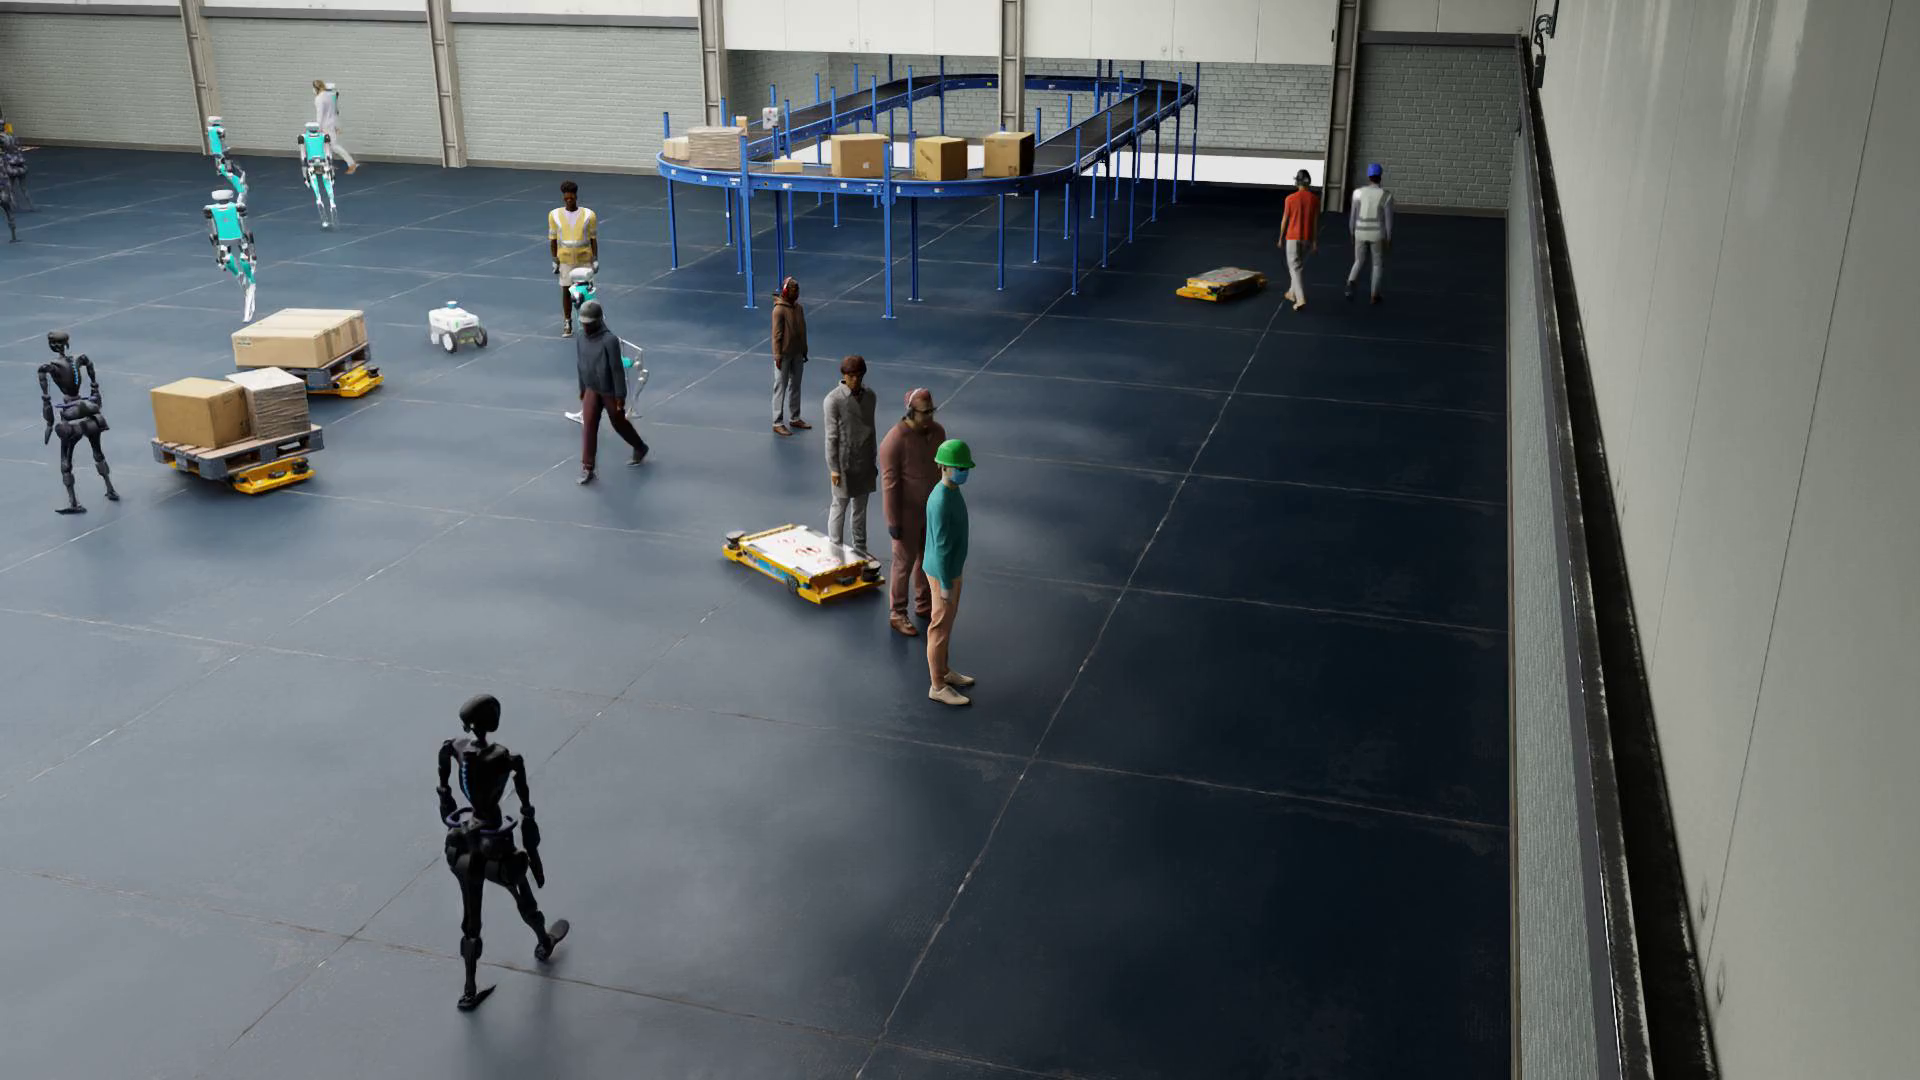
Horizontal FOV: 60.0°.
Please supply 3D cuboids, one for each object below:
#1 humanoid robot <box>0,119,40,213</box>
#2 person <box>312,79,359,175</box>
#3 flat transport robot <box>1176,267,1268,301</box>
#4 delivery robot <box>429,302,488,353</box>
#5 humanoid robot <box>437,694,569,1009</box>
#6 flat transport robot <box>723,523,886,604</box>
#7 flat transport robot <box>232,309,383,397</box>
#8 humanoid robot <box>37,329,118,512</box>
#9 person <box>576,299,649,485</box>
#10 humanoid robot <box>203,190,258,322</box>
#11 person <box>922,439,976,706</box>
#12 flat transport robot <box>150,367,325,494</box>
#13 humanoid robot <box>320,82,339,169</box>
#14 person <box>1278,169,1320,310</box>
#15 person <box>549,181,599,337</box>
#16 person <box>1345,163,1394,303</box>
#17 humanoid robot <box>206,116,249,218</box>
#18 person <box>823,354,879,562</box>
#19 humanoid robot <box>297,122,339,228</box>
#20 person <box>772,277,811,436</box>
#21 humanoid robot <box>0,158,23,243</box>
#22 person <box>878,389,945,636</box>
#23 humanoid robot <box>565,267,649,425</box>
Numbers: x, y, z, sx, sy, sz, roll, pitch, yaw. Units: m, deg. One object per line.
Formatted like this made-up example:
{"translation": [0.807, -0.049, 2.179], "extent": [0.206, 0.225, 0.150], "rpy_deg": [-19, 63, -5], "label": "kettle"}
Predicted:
{"translation": [-16.706, -6.603, 29.369], "extent": [0.515, 1.632, 0.610], "rpy_deg": [5, 22, 12], "label": "humanoid robot"}
{"translation": [-12.641, -8.315, 33.514], "extent": [0.898, 1.895, 0.688], "rpy_deg": [-1, 21, -2], "label": "person"}
{"translation": [3.732, -3.635, 23.605], "extent": [0.659, 0.231, 1.431], "rpy_deg": [16, 26, 36], "label": "flat transport robot"}
{"translation": [-6.268, -2.649, 20.665], "extent": [0.801, 0.604, 0.499], "rpy_deg": [20, 29, 41], "label": "delivery robot"}
{"translation": [-2.359, 1.494, 8.389], "extent": [0.603, 1.631, 0.728], "rpy_deg": [8, 22, 19], "label": "humanoid robot"}
{"translation": [-1.303, 0.171, 13.735], "extent": [0.659, 0.231, 1.431], "rpy_deg": [-17, 27, -37], "label": "flat transport robot"}
{"translation": [-7.385, -1.814, 18.884], "extent": [1.431, 0.231, 0.659], "rpy_deg": [2, 21, 5], "label": "flat transport robot"}
{"translation": [-8.068, -1.112, 15.116], "extent": [0.323, 1.635, 0.645], "rpy_deg": [11, 24, 26], "label": "humanoid robot"}
{"translation": [-3.396, -1.470, 15.916], "extent": [0.602, 1.764, 0.901], "rpy_deg": [9, 23, 23], "label": "person"}
{"translation": [-9.523, -3.797, 22.006], "extent": [0.556, 1.771, 0.961], "rpy_deg": [-3, 21, -8], "label": "humanoid robot"}
{"translation": [-0.069, 0.204, 11.422], "extent": [0.364, 1.872, 0.519], "rpy_deg": [3, 21, 9], "label": "person"}
{"translation": [-6.956, -0.741, 16.100], "extent": [1.431, 0.231, 0.659], "rpy_deg": [15, 26, 34], "label": "flat transport robot"}
{"translation": [-13.061, -8.459, 34.108], "extent": [0.694, 1.808, 0.532], "rpy_deg": [4, 22, 11], "label": "humanoid robot"}
{"translation": [4.607, -4.086, 22.569], "extent": [0.488, 1.878, 0.959], "rpy_deg": [-4, 21, -10], "label": "person"}
{"translation": [-4.870, -3.553, 21.036], "extent": [0.601, 1.965, 0.368], "rpy_deg": [-4, 22, -11], "label": "person"}
{"translation": [5.582, -4.154, 22.666], "extent": [0.633, 1.917, 0.651], "rpy_deg": [14, 25, 32], "label": "person"}
{"translation": [-12.622, -6.465, 28.947], "extent": [0.554, 1.819, 0.713], "rpy_deg": [19, 28, 40], "label": "humanoid robot"}
{"translation": [-0.876, -0.625, 13.637], "extent": [0.502, 1.828, 0.369], "rpy_deg": [-16, 27, -36], "label": "person"}
{"translation": [-10.692, -6.009, 27.844], "extent": [0.534, 1.867, 0.762], "rpy_deg": [-11, 24, -27], "label": "humanoid robot"}
{"translation": [-1.771, -1.908, 17.215], "extent": [0.310, 1.647, 0.463], "rpy_deg": [15, 26, 35], "label": "person"}
{"translation": [-15.487, -5.559, 26.655], "extent": [0.594, 1.634, 0.643], "rpy_deg": [6, 22, 14], "label": "humanoid robot"}
{"translation": [-0.310, -0.220, 12.491], "extent": [0.400, 1.900, 0.652], "rpy_deg": [18, 27, 39], "label": "person"}
{"translation": [-3.634, -1.958, 17.221], "extent": [1.031, 1.729, 0.574], "rpy_deg": [0, 21, 0], "label": "humanoid robot"}
